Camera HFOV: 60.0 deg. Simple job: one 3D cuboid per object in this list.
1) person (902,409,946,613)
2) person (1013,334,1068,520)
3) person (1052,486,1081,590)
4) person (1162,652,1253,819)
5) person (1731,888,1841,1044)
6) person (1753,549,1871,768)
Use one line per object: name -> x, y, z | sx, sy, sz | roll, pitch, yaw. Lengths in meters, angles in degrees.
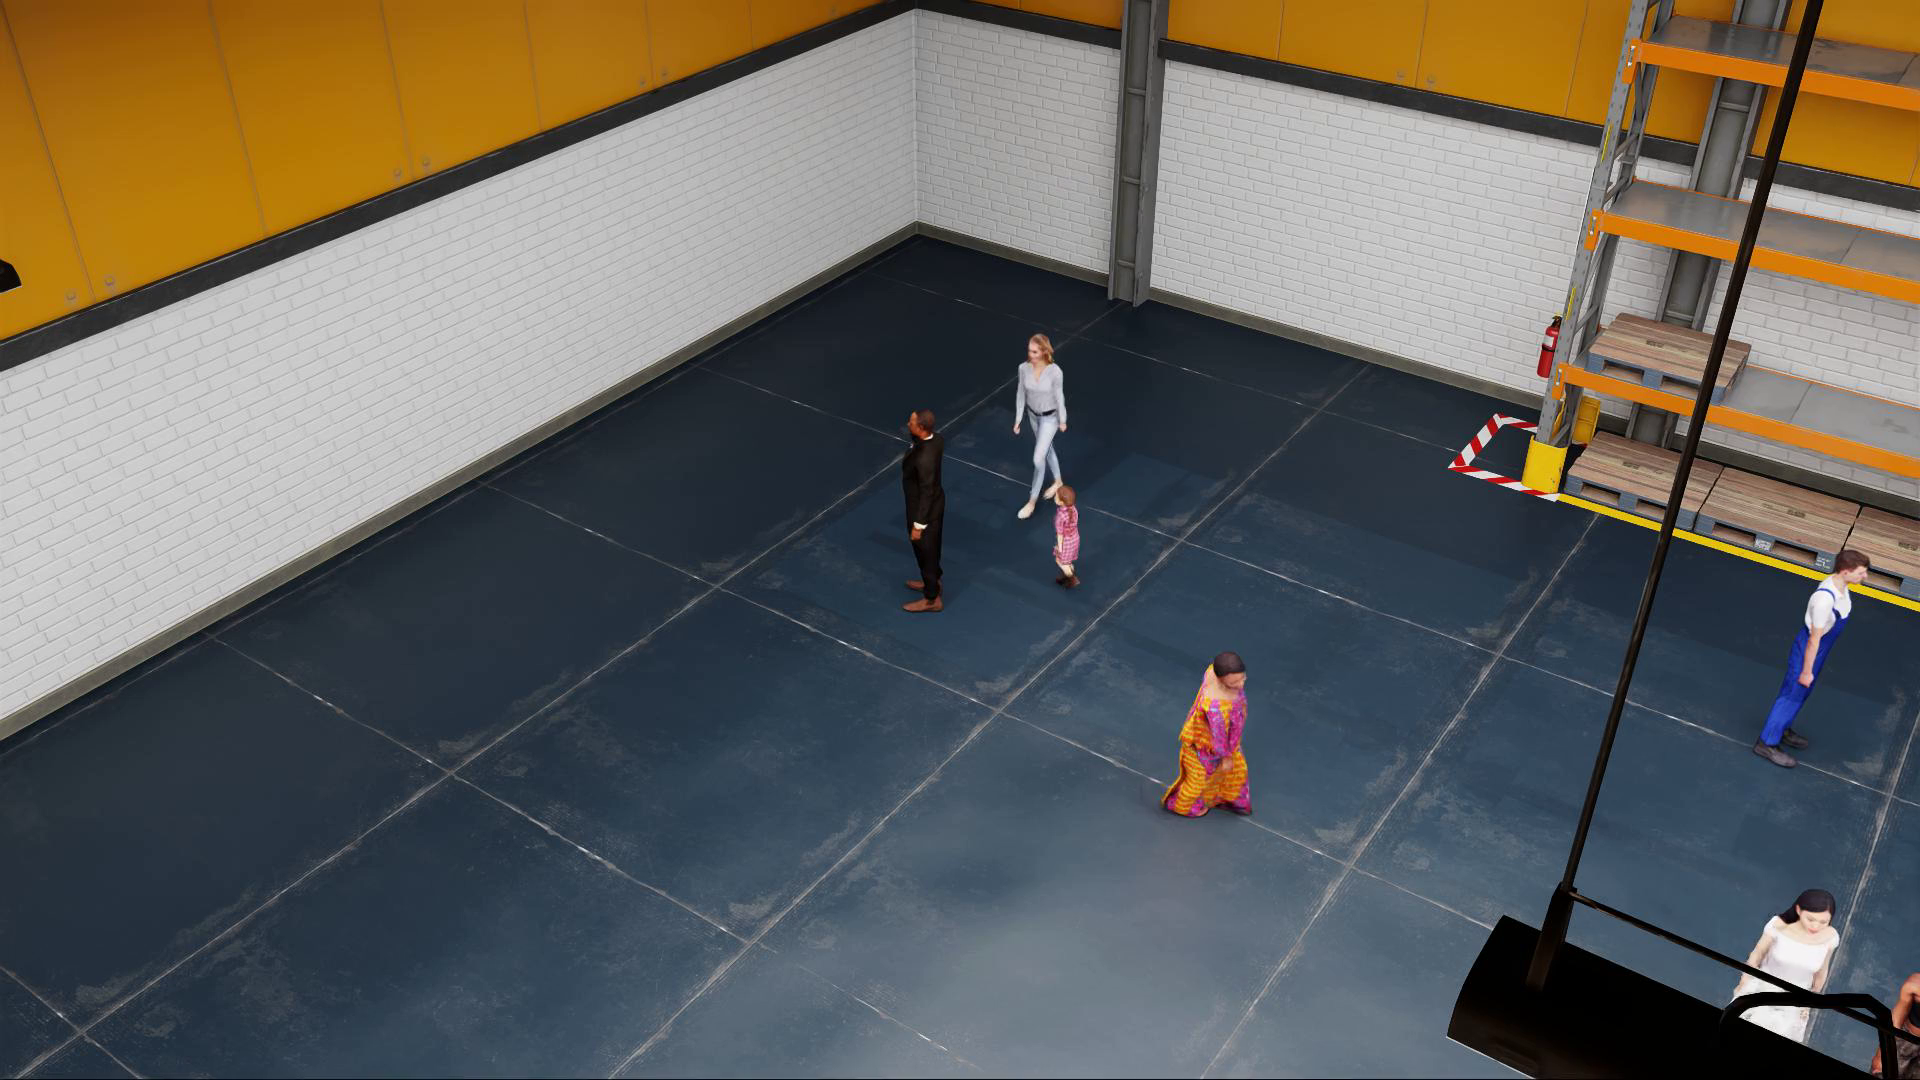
person -> -0.286, -0.260, 13.950 | 0.782, 1.904, 0.794 | 5, 34, 7
person -> 0.815, -1.140, 15.407 | 0.963, 1.756, 0.695 | 22, 39, 29
person -> 0.953, 0.002, 14.358 | 0.525, 1.014, 0.442 | 27, 42, 34
person -> 1.764, 1.362, 11.766 | 0.993, 1.620, 0.870 | 4, 34, 6
person -> 4.768, 2.622, 9.745 | 0.880, 1.758, 0.855 | 9, 35, 13
person -> 6.324, 0.831, 12.359 | 0.580, 1.847, 0.641 | 26, 42, 34
